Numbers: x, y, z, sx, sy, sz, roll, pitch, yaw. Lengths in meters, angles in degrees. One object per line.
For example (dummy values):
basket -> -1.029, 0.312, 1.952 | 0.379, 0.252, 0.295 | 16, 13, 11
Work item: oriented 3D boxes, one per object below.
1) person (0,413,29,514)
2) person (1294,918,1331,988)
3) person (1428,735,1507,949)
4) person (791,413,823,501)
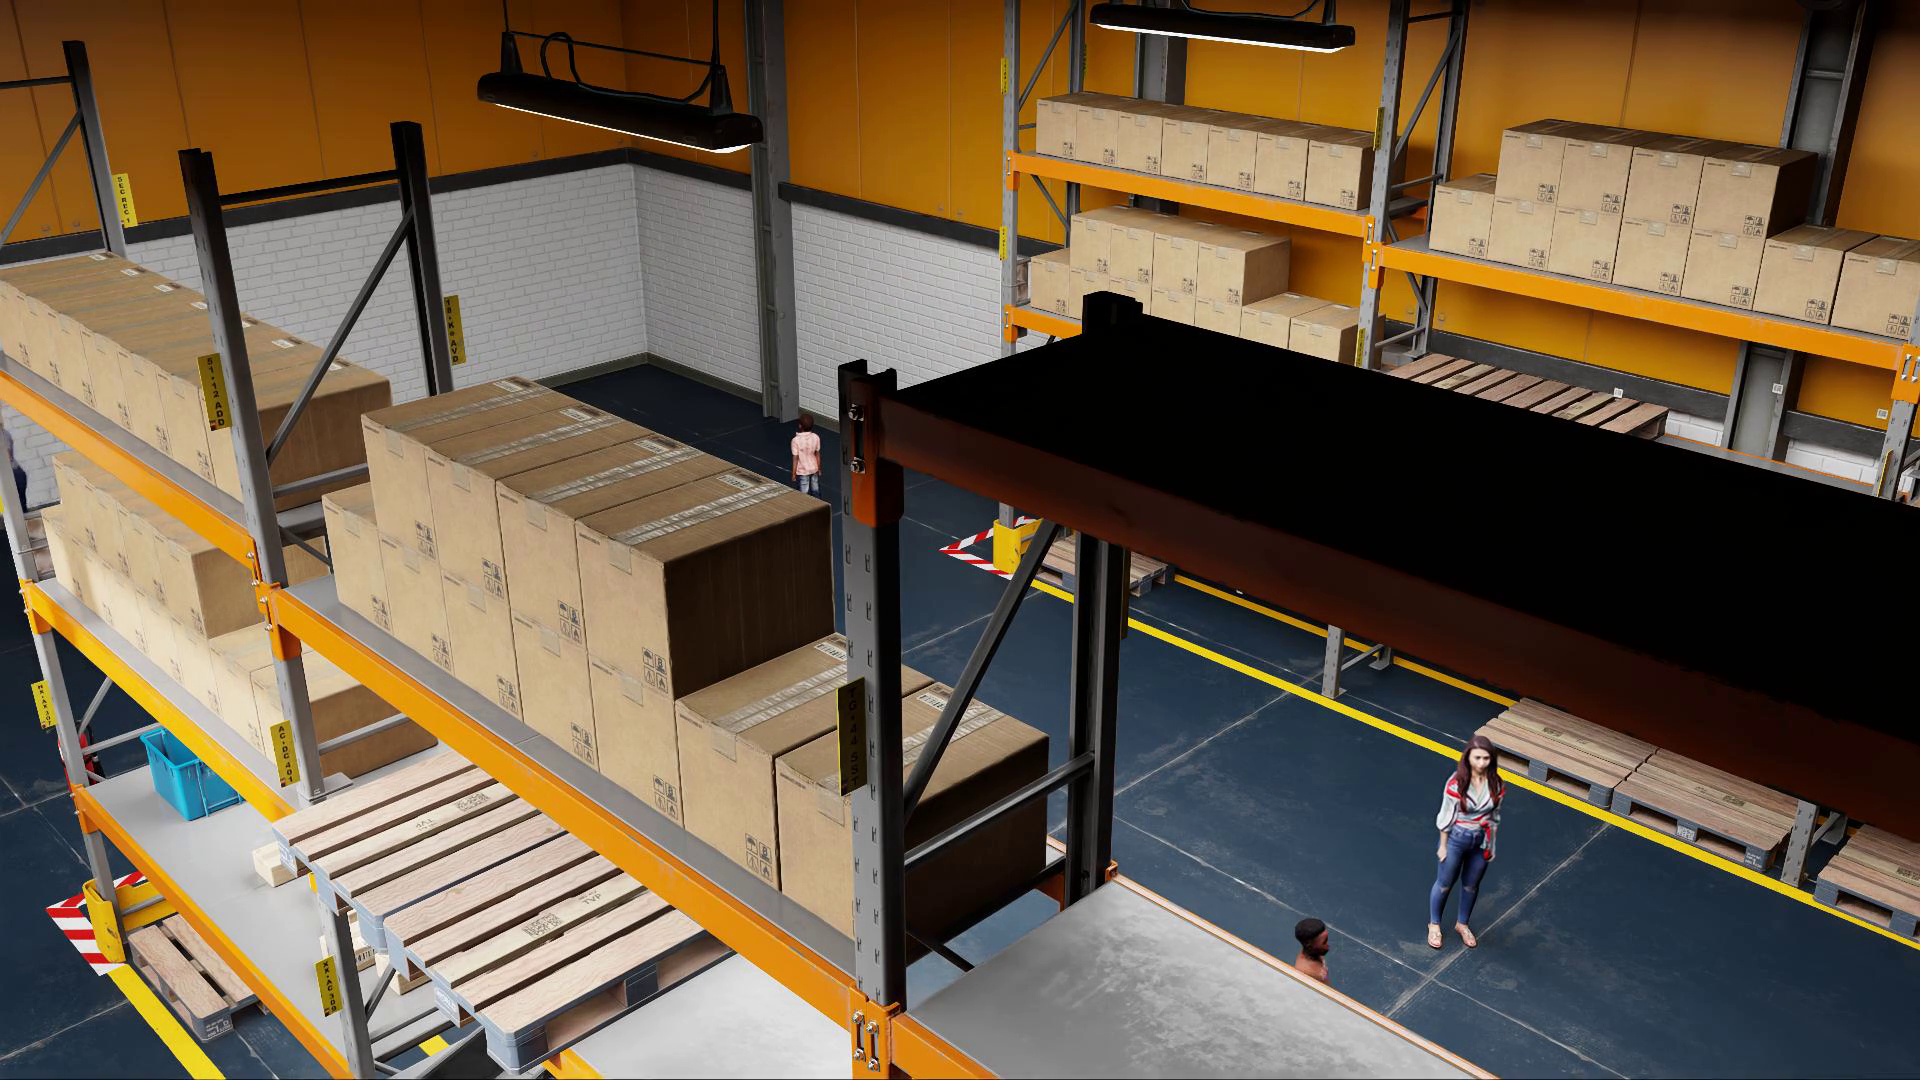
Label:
person -> -9.930, -0.650, 17.436 | 0.730, 1.683, 0.607 | -21, 31, -39
person -> 2.031, 2.819, 10.048 | 0.769, 1.245, 0.656 | 10, 26, 22
person -> 3.457, 2.050, 11.348 | 0.655, 1.613, 0.708 | -1, 24, -2
person -> -1.672, -0.766, 18.172 | 0.550, 1.307, 0.543 | -14, 27, -30
